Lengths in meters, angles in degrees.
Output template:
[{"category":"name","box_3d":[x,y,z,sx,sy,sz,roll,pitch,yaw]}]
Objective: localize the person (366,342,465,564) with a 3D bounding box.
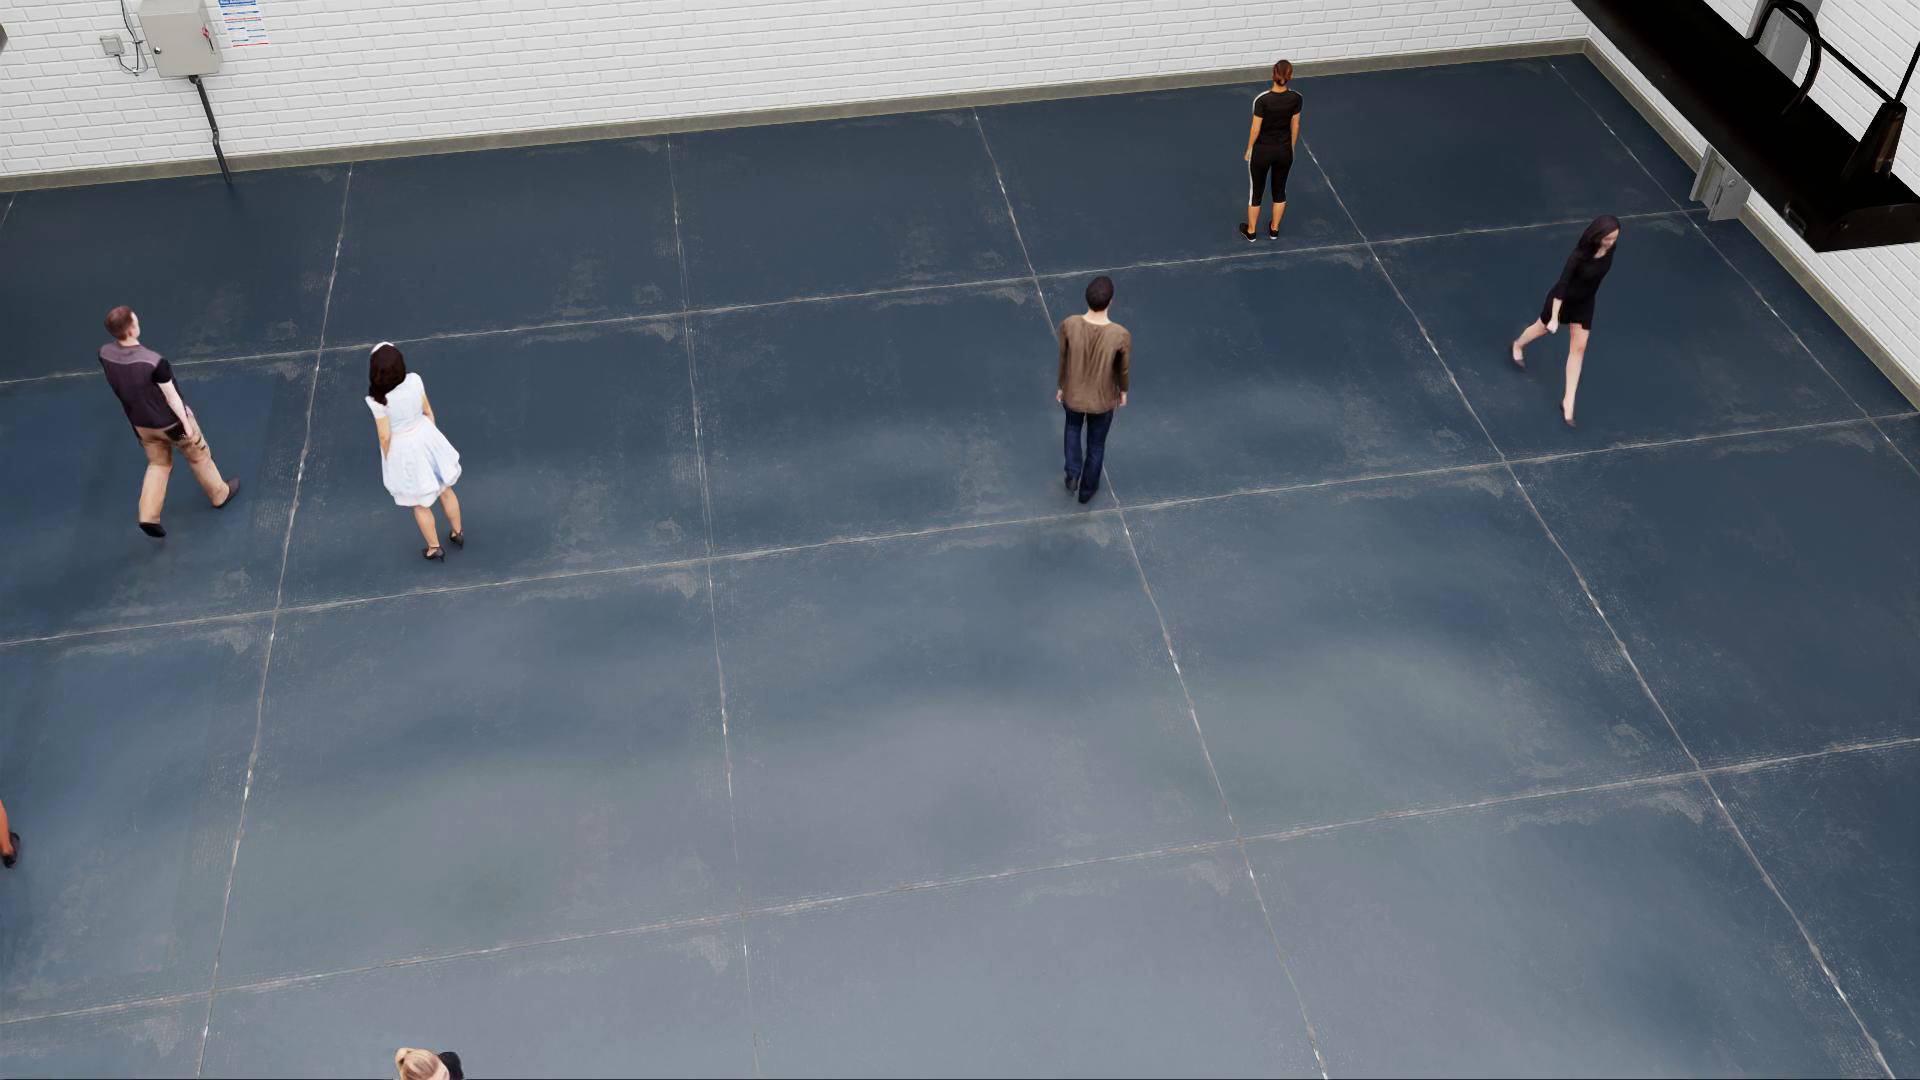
[{"category":"person","box_3d":[-3.672,-0.578,11.224,0.902,1.819,0.852,34,53,31]}]

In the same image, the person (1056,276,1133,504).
[{"category":"person","box_3d":[0.883,-0.976,11.600,0.752,1.875,0.757,12,45,12]}]

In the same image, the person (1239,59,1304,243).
[{"category":"person","box_3d":[2.663,-3.330,14.221,0.584,1.669,0.498,-6,44,-6]}]

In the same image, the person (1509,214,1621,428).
[{"category":"person","box_3d":[4.554,-1.793,12.566,0.692,1.727,1.225,-14,45,-14]}]

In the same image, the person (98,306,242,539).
[{"category":"person","box_3d":[-5.574,-0.790,11.446,0.929,1.819,1.151,9,44,10]}]

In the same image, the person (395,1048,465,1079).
[{"category":"person","box_3d":[-2.490,2.805,7.781,1.066,1.669,1.136,12,45,13]}]
